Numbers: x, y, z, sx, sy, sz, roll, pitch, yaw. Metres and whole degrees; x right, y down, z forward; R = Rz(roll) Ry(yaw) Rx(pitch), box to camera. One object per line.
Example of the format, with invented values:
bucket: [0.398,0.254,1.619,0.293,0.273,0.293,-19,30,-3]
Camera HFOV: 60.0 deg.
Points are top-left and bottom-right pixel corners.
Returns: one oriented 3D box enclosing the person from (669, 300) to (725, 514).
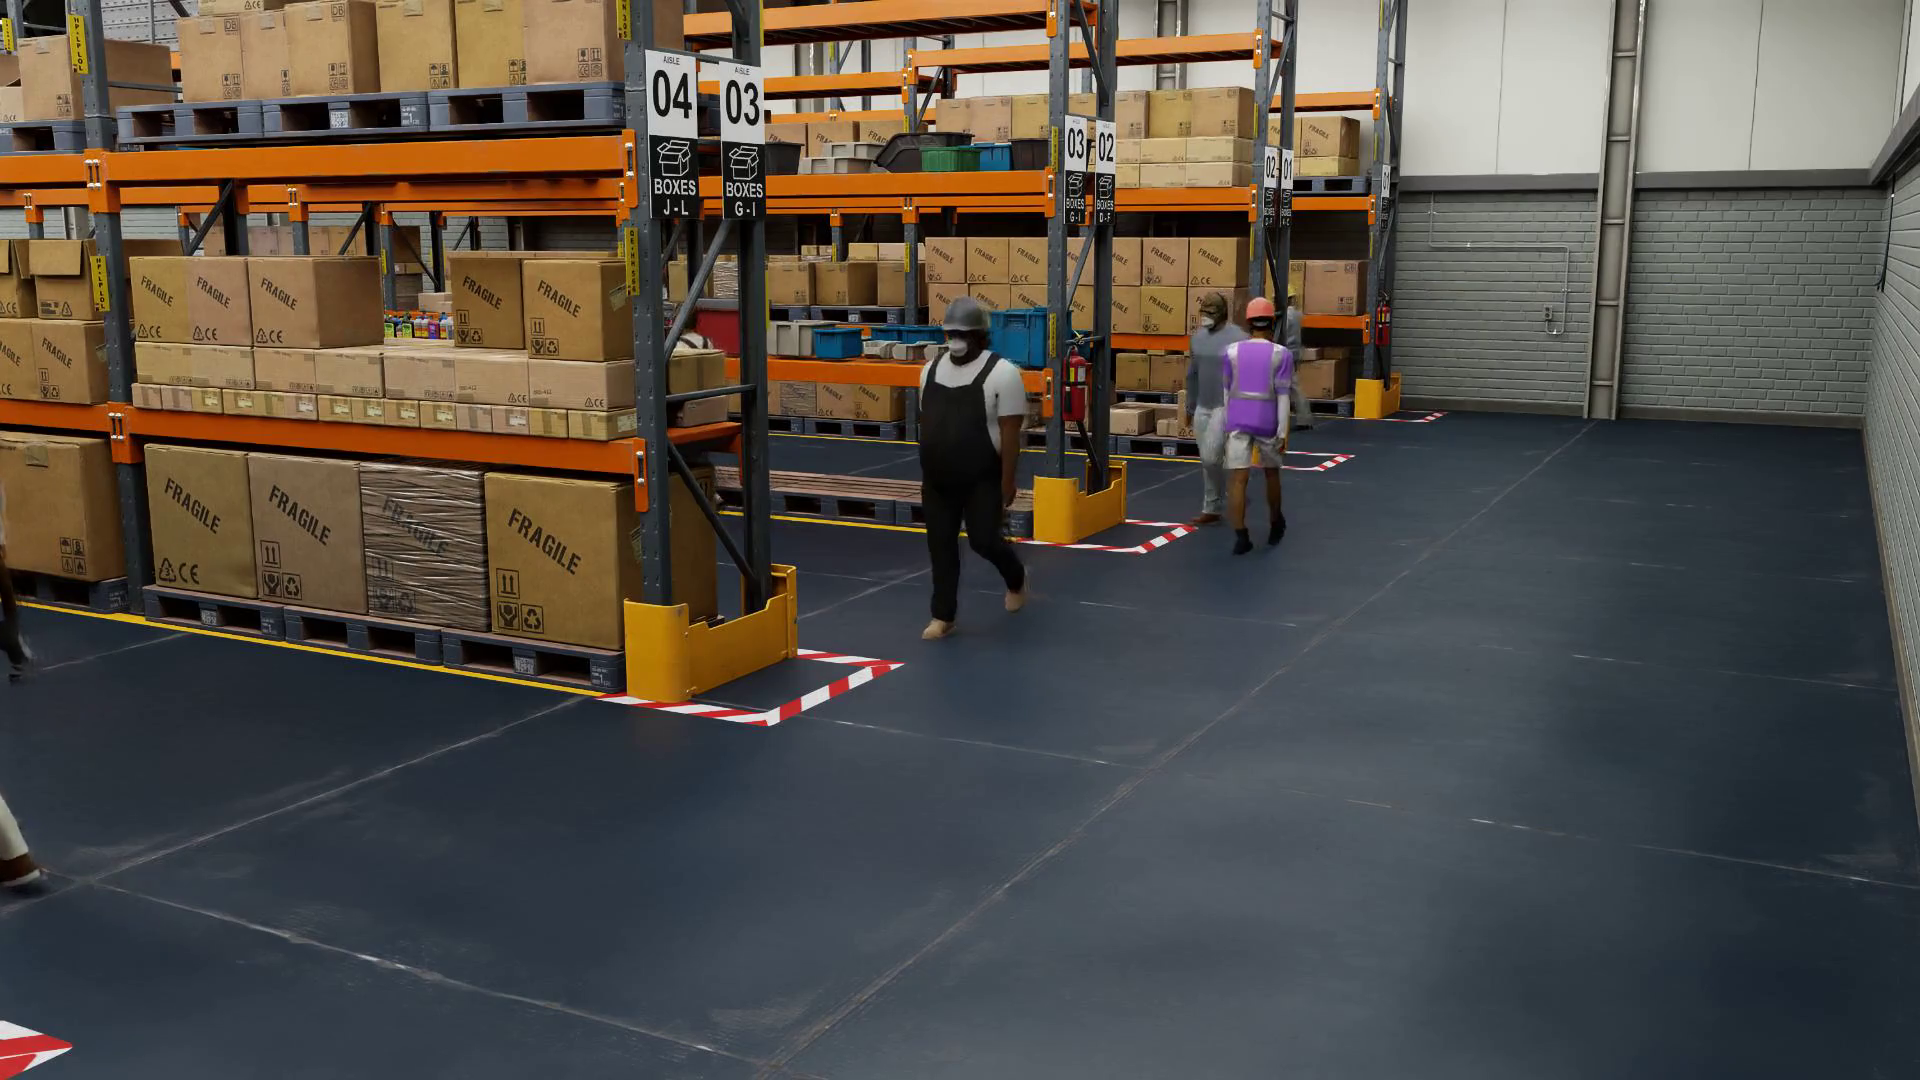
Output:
person: [-2.200,-1.019,13.465,0.406,1.833,0.546,6,12,30]

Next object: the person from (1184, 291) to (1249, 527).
person: [2.040,-1.023,13.264,0.458,1.912,0.710,-6,12,-31]

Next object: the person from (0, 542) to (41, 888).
person: [-3.723,0.356,6.067,1.001,1.810,0.534,6,12,28]

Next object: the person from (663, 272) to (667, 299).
person: [-3.917,-2.798,22.772,1.086,1.990,0.623,6,12,30]

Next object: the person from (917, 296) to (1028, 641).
person: [0.072,-0.454,9.819,0.690,2.000,0.771,6,12,30]

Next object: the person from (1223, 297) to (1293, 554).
person: [2.254,-0.876,12.557,0.545,1.884,0.957,4,11,20]

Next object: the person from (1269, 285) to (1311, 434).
person: [3.801,-2.159,19.839,0.927,1.785,0.600,4,11,23]
